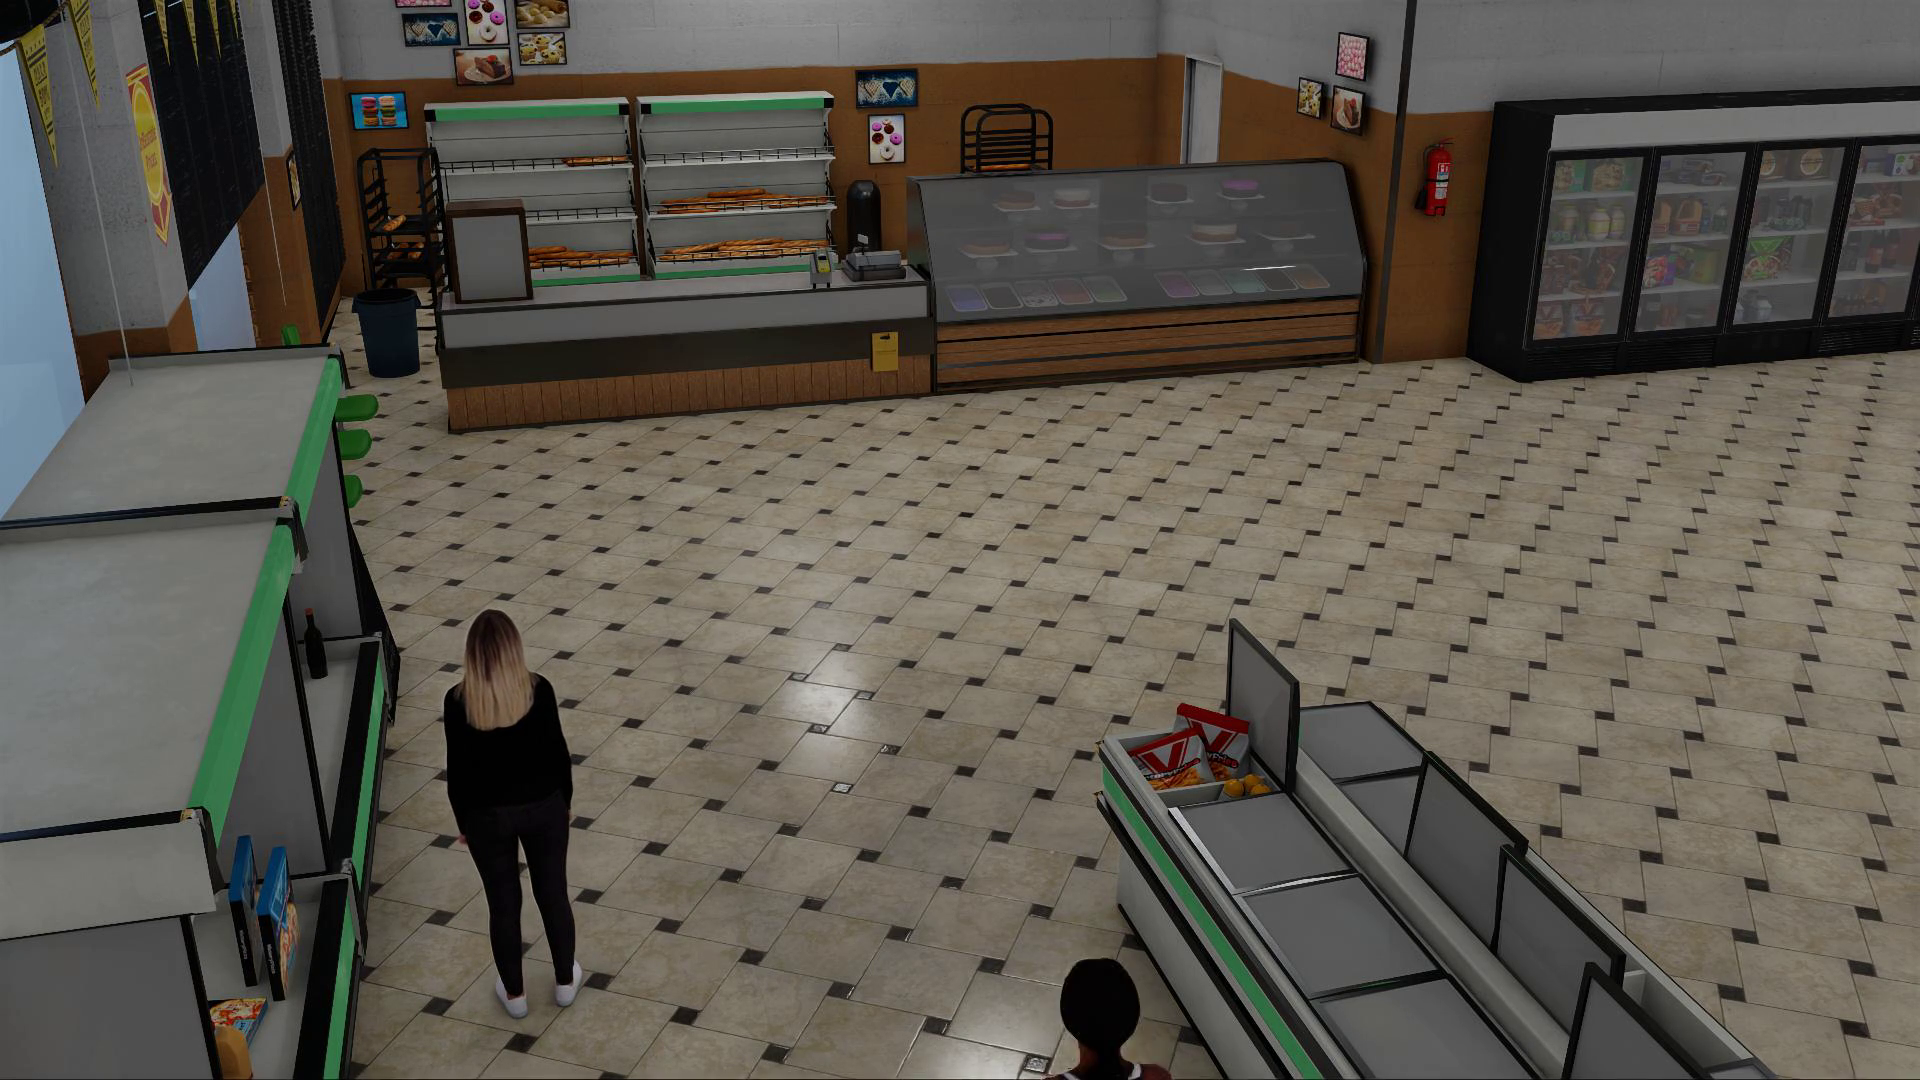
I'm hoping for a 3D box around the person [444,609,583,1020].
[{"bbox_3d":[-1.685,1.048,6.298,0.609,1.686,0.533,-7,23,-16],"label":"person"}]

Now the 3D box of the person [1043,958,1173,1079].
[{"bbox_3d":[0.370,1.882,4.157,0.605,1.735,0.814,-5,22,-11],"label":"person"}]
